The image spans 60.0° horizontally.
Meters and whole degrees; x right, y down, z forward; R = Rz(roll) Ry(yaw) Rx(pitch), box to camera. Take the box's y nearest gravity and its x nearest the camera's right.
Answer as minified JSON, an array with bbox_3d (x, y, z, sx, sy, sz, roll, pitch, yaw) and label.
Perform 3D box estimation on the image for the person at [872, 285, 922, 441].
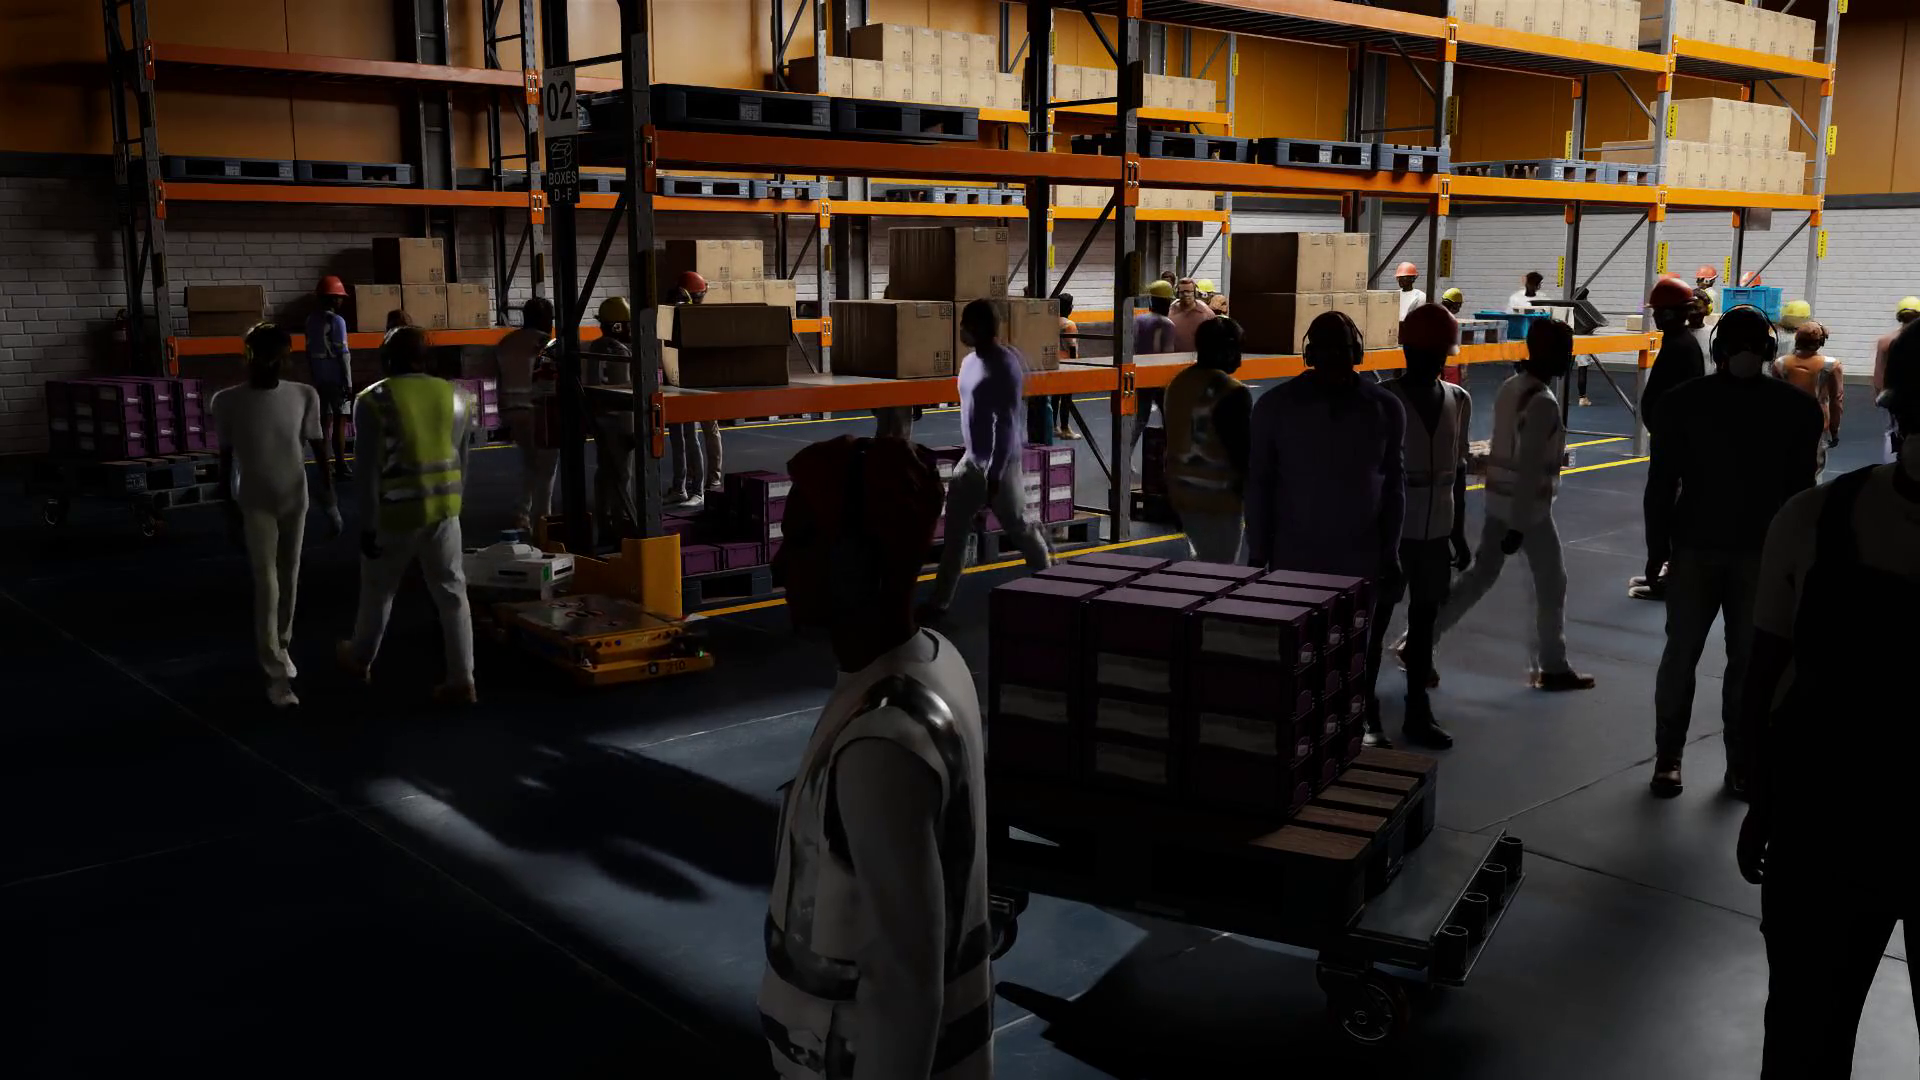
[{"bbox_3d":[-0.537,-1.200,13.918,0.585,1.920,0.383,9,13,43],"label":"person"}]

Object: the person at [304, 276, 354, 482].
[{"bbox_3d":[-5.913,-1.516,15.723,0.552,1.933,0.372,7,12,34],"label":"person"}]

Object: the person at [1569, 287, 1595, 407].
[{"bbox_3d":[8.750,-2.736,23.572,0.531,1.693,0.320,9,13,44],"label":"person"}]

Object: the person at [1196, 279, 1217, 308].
[{"bbox_3d":[3.191,-2.530,21.968,0.404,1.827,0.601,-2,10,-11],"label":"person"}]

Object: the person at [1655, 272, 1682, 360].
[{"bbox_3d":[10.057,-2.883,23.839,0.594,1.898,0.558,-4,11,-24],"label":"person"}]

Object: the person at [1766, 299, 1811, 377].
[{"bbox_3d":[7.887,-1.438,15.907,0.780,1.716,0.488,-8,12,-38],"label":"person"}]

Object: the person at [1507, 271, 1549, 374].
[{"bbox_3d":[8.187,-2.930,24.069,0.660,1.922,0.874,9,13,43],"label":"person"}]

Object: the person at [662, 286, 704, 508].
[{"bbox_3d":[-2.375,-1.212,14.125,0.532,1.873,0.315,8,13,41],"label":"person"}]

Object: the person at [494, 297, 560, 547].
[{"bbox_3d":[-3.102,-0.857,12.199,0.640,1.823,0.441,6,11,30],"label":"person"}]

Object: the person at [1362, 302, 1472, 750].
[{"bbox_3d":[1.955,-0.049,7.152,0.543,1.931,0.371,-3,10,-15],"label":"person"}]

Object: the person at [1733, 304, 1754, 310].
[{"bbox_3d":[8.123,-1.636,17.308,0.282,1.633,0.498,1,10,5],"label":"person"}]

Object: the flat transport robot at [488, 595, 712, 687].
[{"bbox_3d":[-1.934,0.497,8.801,0.652,0.197,1.431,-7,12,-35],"label":"flat transport robot"}]

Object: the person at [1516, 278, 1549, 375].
[{"bbox_3d":[8.677,-3.089,25.153,0.966,1.858,0.657,-5,11,-29],"label":"person"}]

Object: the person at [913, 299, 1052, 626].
[{"bbox_3d":[0.180,-0.442,9.615,1.014,1.888,0.648,-5,11,-26],"label":"person"}]

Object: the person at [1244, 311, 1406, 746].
[{"bbox_3d":[1.473,0.038,6.712,0.651,1.907,0.409,0,10,1],"label":"person"}]

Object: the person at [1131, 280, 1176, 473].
[{"bbox_3d":[1.896,-1.587,16.252,0.824,1.899,0.593,-7,12,-37],"label":"person"}]

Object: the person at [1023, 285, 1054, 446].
[{"bbox_3d":[0.808,-1.735,17.285,0.375,1.837,0.570,7,12,35],"label":"person"}]

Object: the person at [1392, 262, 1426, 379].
[{"bbox_3d":[5.855,-2.632,21.940,0.370,2.044,0.608,-7,12,-35],"label":"person"}]

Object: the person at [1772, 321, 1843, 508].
[{"bbox_3d":[6.374,-0.831,12.577,0.522,1.638,0.311,9,13,42],"label":"person"}]

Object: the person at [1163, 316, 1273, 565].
[{"bbox_3d":[1.258,-0.166,8.125,0.491,1.834,0.646,-3,10,-18],"label":"person"}]

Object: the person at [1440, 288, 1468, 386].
[{"bbox_3d":[5.488,-1.942,18.711,0.329,1.767,0.529,-7,12,-37],"label":"person"}]

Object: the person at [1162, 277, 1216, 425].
[{"bbox_3d":[2.313,-1.735,17.091,0.652,1.906,0.402,1,10,3],"label":"person"}]

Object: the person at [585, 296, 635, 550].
[{"bbox_3d":[-2.494,-0.845,12.094,0.404,1.834,0.591,-6,11,-32],"label":"person"}]

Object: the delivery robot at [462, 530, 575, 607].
[{"bbox_3d":[-2.575,0.184,9.533,0.707,0.478,0.477,3,10,18],"label":"delivery robot"}]

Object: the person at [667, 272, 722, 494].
[{"bbox_3d":[-2.339,-1.367,14.700,0.608,1.987,0.391,6,11,31],"label":"person"}]

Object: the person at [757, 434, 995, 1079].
[{"bbox_3d":[-0.123,0.784,2.411,0.347,1.882,0.584,0,10,1],"label":"person"}]

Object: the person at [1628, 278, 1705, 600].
[{"bbox_3d":[4.383,-0.619,10.305,0.392,1.991,0.612,5,11,26],"label":"person"}]

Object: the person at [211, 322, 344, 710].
[{"bbox_3d":[-3.338,-0.153,8.102,0.501,1.820,0.934,-8,12,-39],"label":"person"}]

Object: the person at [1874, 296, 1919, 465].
[{"bbox_3d":[8.631,-1.335,15.178,0.364,1.758,0.565,-9,13,-41],"label":"person"}]

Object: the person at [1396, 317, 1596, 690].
[{"bbox_3d":[2.634,-0.160,8.061,0.959,1.849,0.589,-1,10,-6],"label":"person"}]

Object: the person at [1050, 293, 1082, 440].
[{"bbox_3d":[1.210,-2.013,19.327,0.315,1.698,0.540,-5,11,-26],"label":"person"}]

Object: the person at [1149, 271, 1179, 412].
[{"bbox_3d":[2.840,-2.696,22.681,0.590,1.920,0.398,4,11,24],"label":"person"}]

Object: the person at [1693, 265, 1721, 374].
[{"bbox_3d":[10.324,-2.803,23.083,0.395,1.993,0.616,4,10,21],"label":"person"}]

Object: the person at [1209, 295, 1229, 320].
[{"bbox_3d":[3.291,-2.322,21.323,0.507,1.631,0.266,6,12,33],"label":"person"}]

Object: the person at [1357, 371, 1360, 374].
[{"bbox_3d":[5.949,-2.944,25.068,0.516,1.604,0.794,3,10,19],"label":"person"}]

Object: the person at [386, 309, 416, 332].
[{"bbox_3d":[-5.161,-1.327,15.498,0.269,1.631,0.506,-1,10,-7],"label":"person"}]

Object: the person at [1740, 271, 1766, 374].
[{"bbox_3d":[10.001,-2.435,21.129,0.382,1.932,0.541,-9,13,-41],"label":"person"}]

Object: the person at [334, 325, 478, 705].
[{"bbox_3d":[-2.670,-0.122,7.992,0.976,1.790,0.648,8,13,41],"label":"person"}]

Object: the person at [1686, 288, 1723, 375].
[{"bbox_3d":[5.977,-1.120,13.614,0.533,1.864,0.310,5,11,26],"label":"person"}]

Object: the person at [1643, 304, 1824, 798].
[{"bbox_3d":[3.018,0.050,6.549,0.632,1.939,0.368,2,10,13],"label":"person"}]
